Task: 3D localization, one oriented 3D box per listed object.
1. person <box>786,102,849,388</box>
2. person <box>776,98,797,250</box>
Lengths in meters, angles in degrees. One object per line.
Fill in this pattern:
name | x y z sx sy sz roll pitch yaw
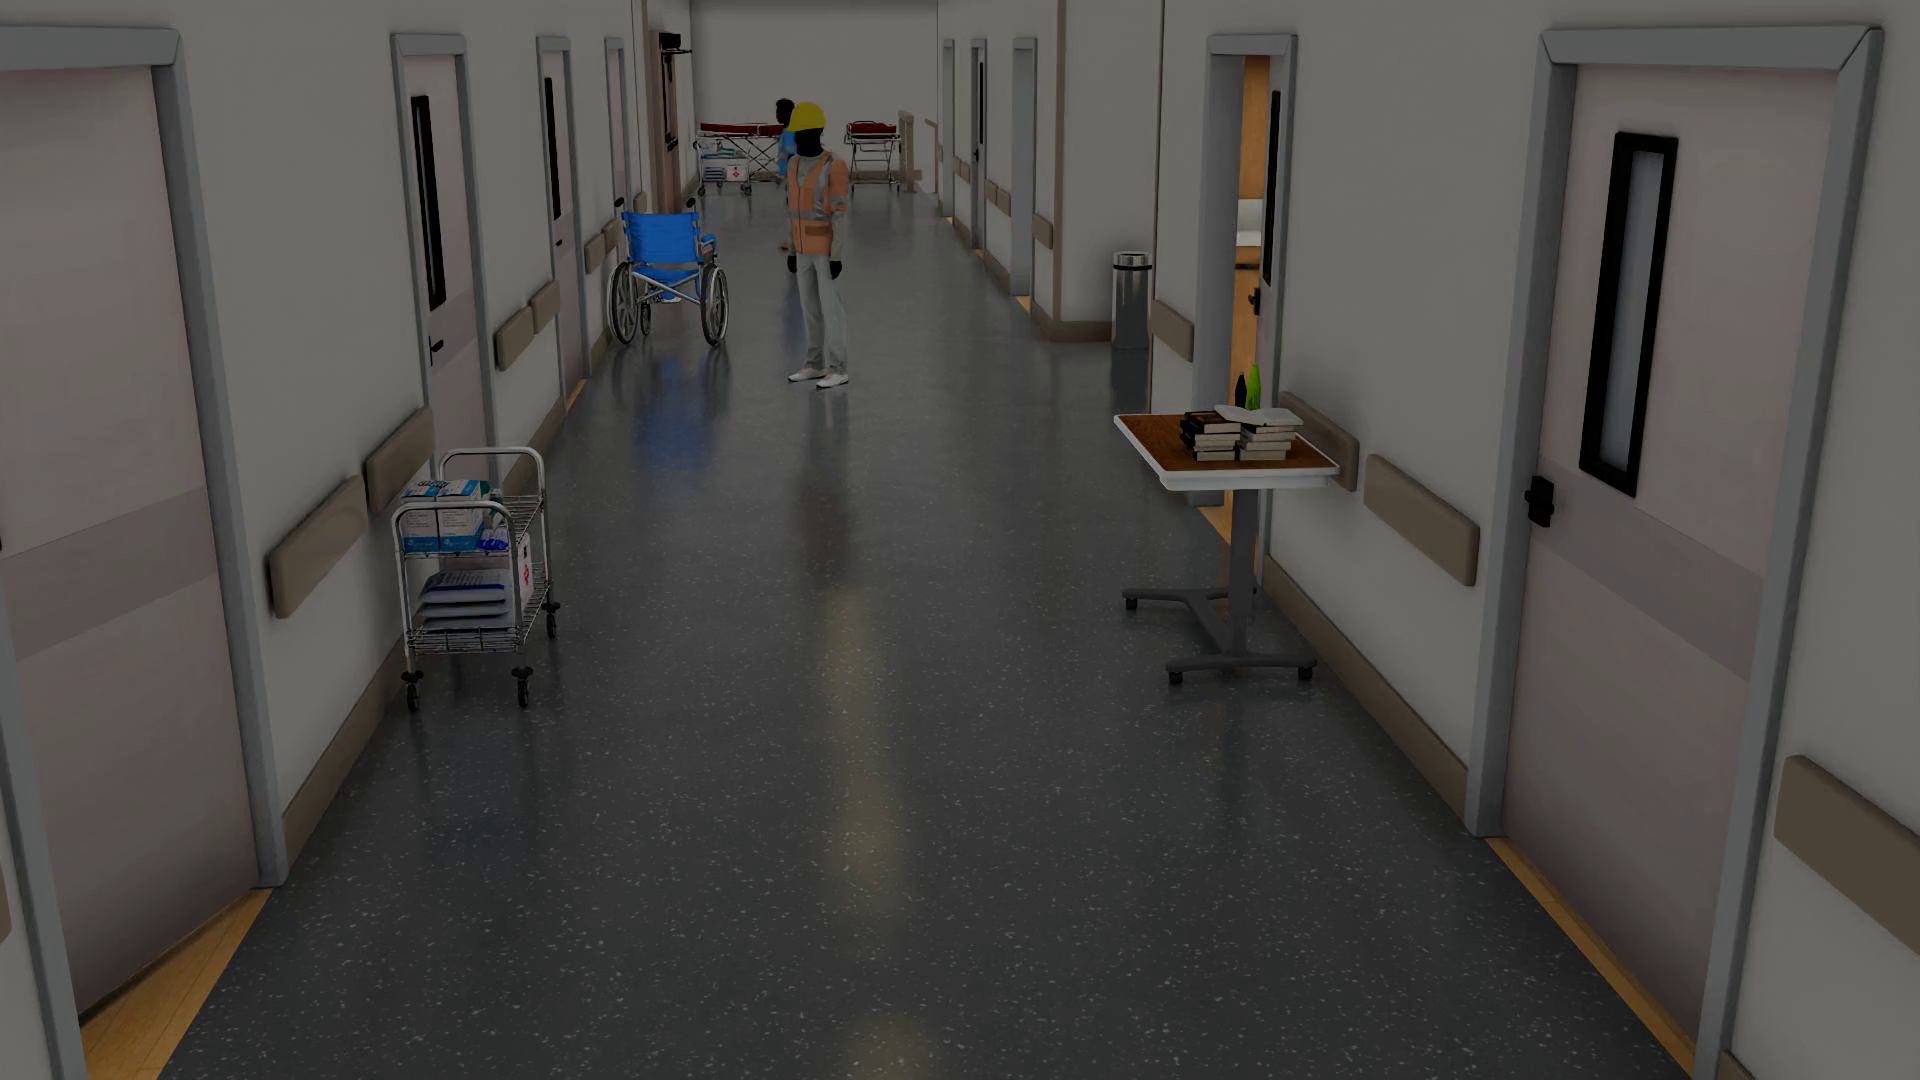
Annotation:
person | -0.995 -2.004 11.358 0.394 1.919 0.587 -15 22 -41
person | -1.916 -4.166 18.961 0.324 1.694 0.581 -3 17 -8
